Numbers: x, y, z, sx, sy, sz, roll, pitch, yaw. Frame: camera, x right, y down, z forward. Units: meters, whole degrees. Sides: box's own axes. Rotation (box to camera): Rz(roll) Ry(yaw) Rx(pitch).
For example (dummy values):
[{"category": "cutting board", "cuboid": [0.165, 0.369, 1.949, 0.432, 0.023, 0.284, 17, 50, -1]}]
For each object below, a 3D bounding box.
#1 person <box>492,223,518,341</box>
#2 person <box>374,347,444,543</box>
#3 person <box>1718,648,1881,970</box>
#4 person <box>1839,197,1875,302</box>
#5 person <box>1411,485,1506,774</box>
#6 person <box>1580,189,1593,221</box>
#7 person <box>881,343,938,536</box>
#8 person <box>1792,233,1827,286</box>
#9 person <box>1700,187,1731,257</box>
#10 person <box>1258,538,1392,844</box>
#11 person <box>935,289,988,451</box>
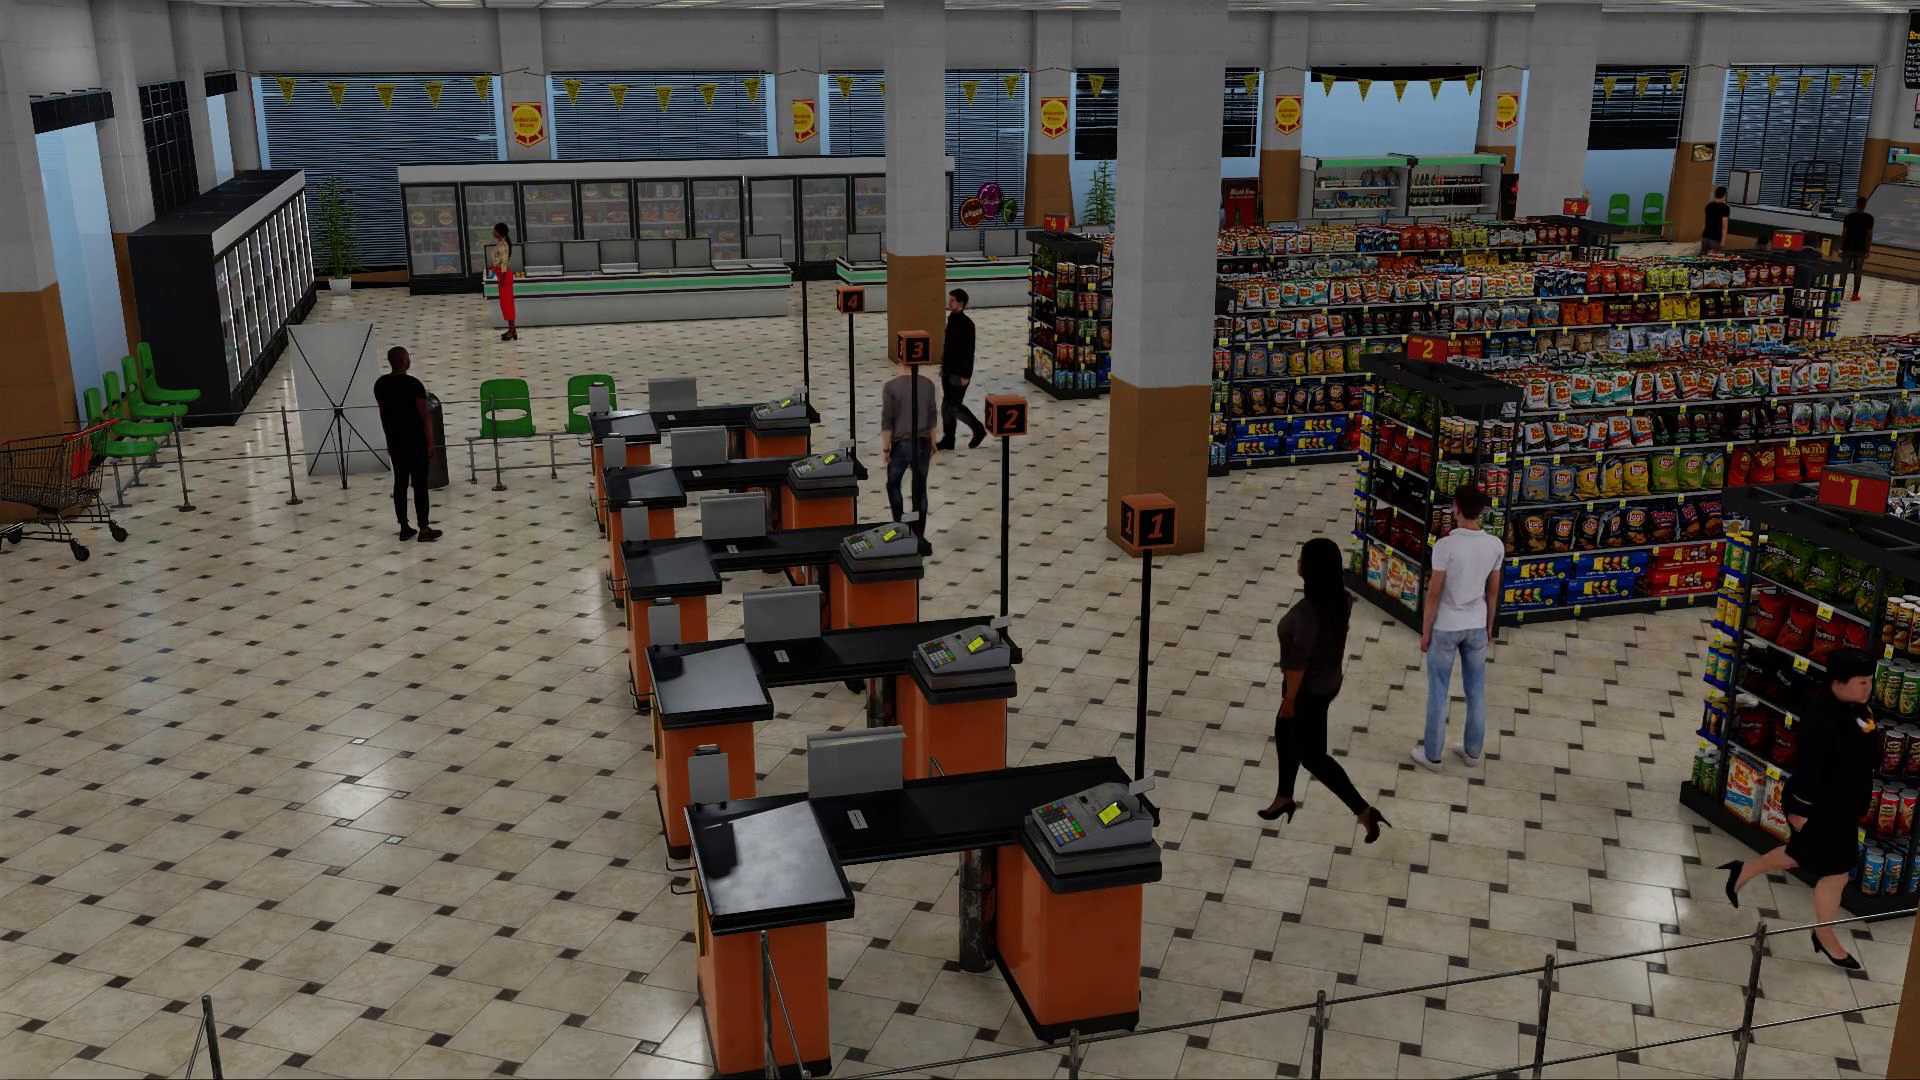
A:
[{"category": "person", "cuboid": [-6.993, -3.977, 25.569, 0.535, 1.793, 0.602, -3, 17, -11]}, {"category": "person", "cuboid": [-5.103, -0.887, 15.349, 0.683, 1.820, 0.811, 4, 17, 14]}, {"category": "person", "cuboid": [4.293, 1.312, 8.411, 1.070, 1.643, 1.006, -14, 22, -38]}, {"category": "person", "cuboid": [15.832, -5.155, 29.428, 0.701, 1.807, 0.759, 10, 19, 29]}, {"category": "person", "cuboid": [3.164, 0.563, 10.523, 0.460, 1.849, 0.701, -4, 17, -13]}, {"category": "person", "cuboid": [11.878, -5.749, 31.516, 0.910, 1.729, 0.856, 10, 20, 30]}, {"category": "person", "cuboid": [-0.422, -0.812, 14.982, 0.555, 1.889, 0.765, -4, 17, -11]}, {"category": "person", "cuboid": [12.099, -3.491, 23.994, 1.258, 1.780, 0.896, -9, 19, -27]}, {"category": "person", "cuboid": [13.904, -5.596, 30.845, 1.147, 1.826, 0.923, -13, 21, -37]}, {"category": "person", "cuboid": [2.089, 0.909, 9.449, 1.131, 1.810, 1.123, 11, 20, 33]}, {"category": "person", "cuboid": [0.023, -1.893, 18.644, 0.877, 1.830, 0.779, -6, 18, -20]}]
